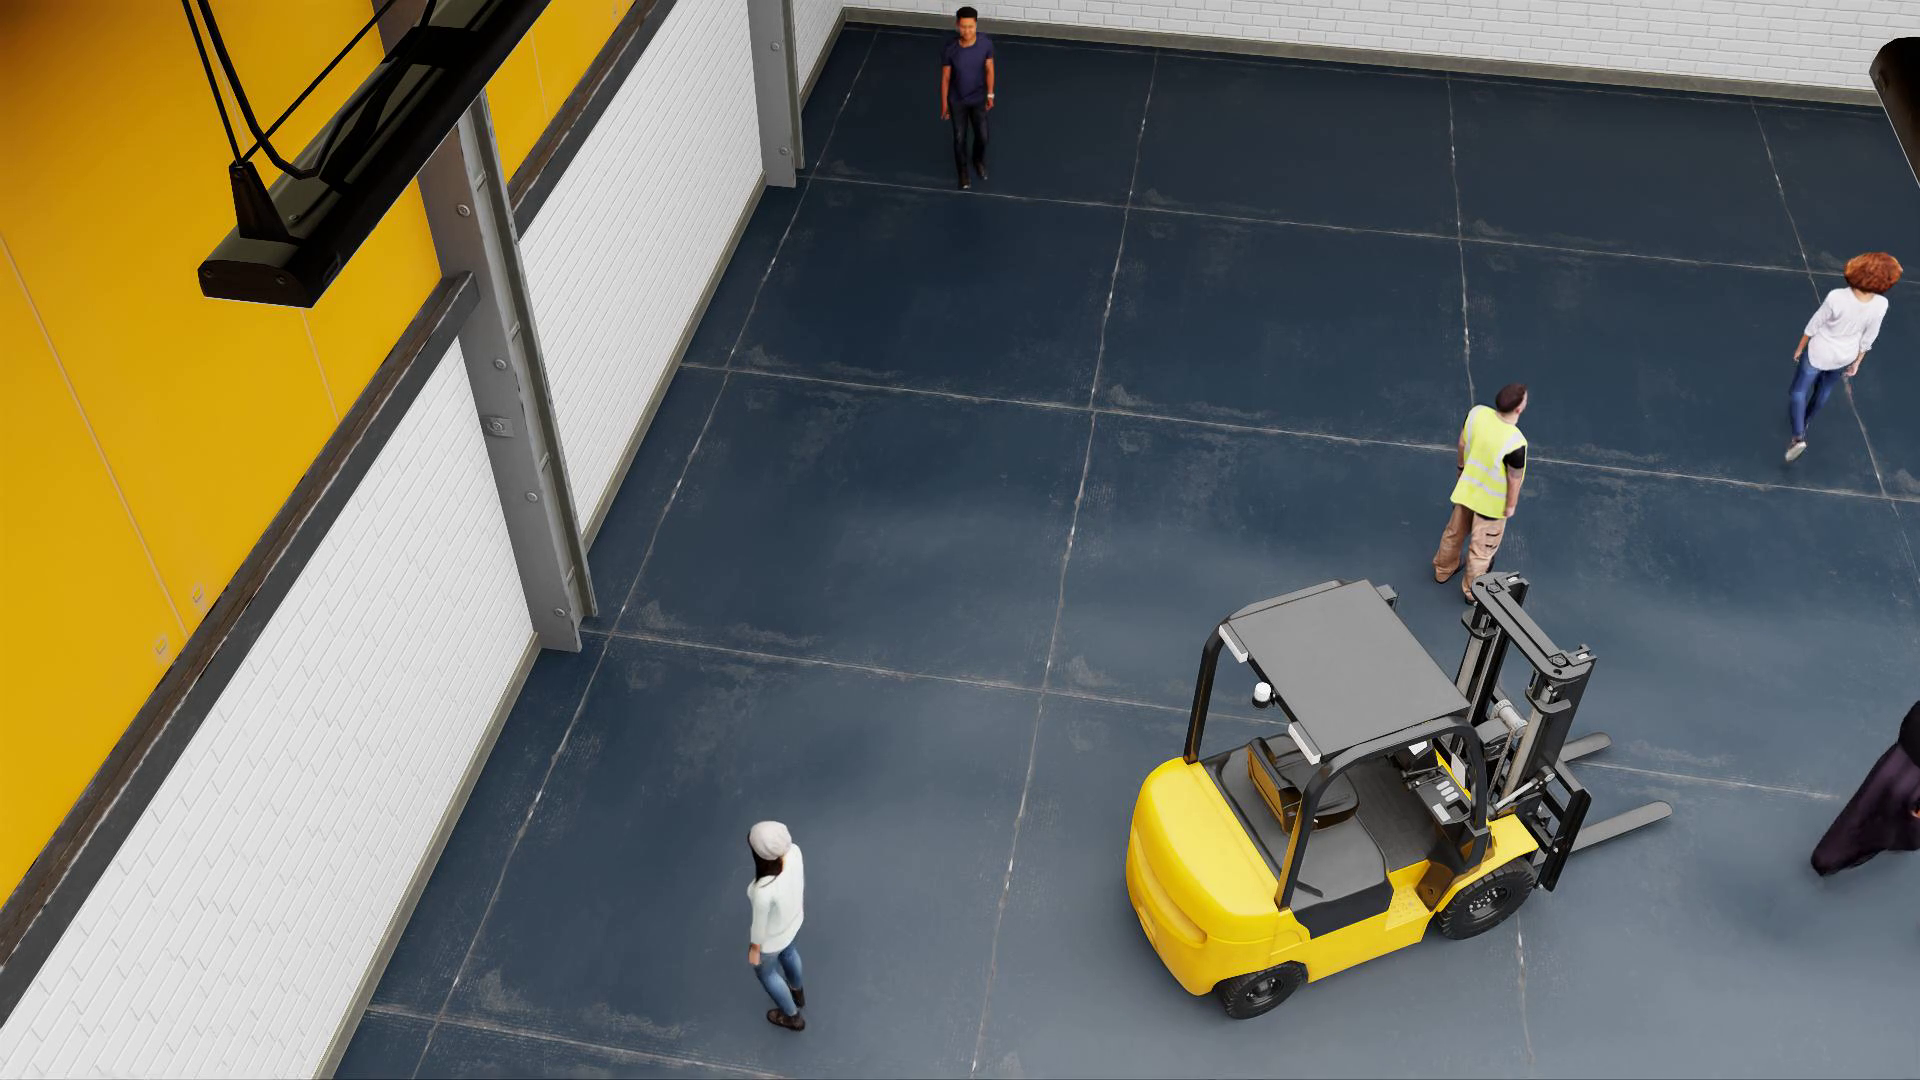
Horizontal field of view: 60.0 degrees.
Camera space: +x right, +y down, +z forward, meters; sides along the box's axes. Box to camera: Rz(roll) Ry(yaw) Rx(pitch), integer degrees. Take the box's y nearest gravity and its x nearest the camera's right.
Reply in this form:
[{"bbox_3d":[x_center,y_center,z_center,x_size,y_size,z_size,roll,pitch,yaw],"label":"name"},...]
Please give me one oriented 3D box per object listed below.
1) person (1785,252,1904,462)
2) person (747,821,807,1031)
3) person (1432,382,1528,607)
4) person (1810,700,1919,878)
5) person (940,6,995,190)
[{"bbox_3d":[6.461,-1.340,12.310,0.640,1.690,0.970,9,44,9],"label":"person"},{"bbox_3d":[-0.952,2.051,8.786,0.704,1.642,0.564,17,46,17],"label":"person"},{"bbox_3d":[3.531,-0.331,11.137,0.915,1.847,0.850,-22,48,-22],"label":"person"},{"bbox_3d":[5.373,1.378,9.522,1.106,1.599,1.126,-20,47,-20],"label":"person"},{"bbox_3d":[0.057,-4.050,15.088,0.736,1.783,0.717,-4,44,-4],"label":"person"}]
